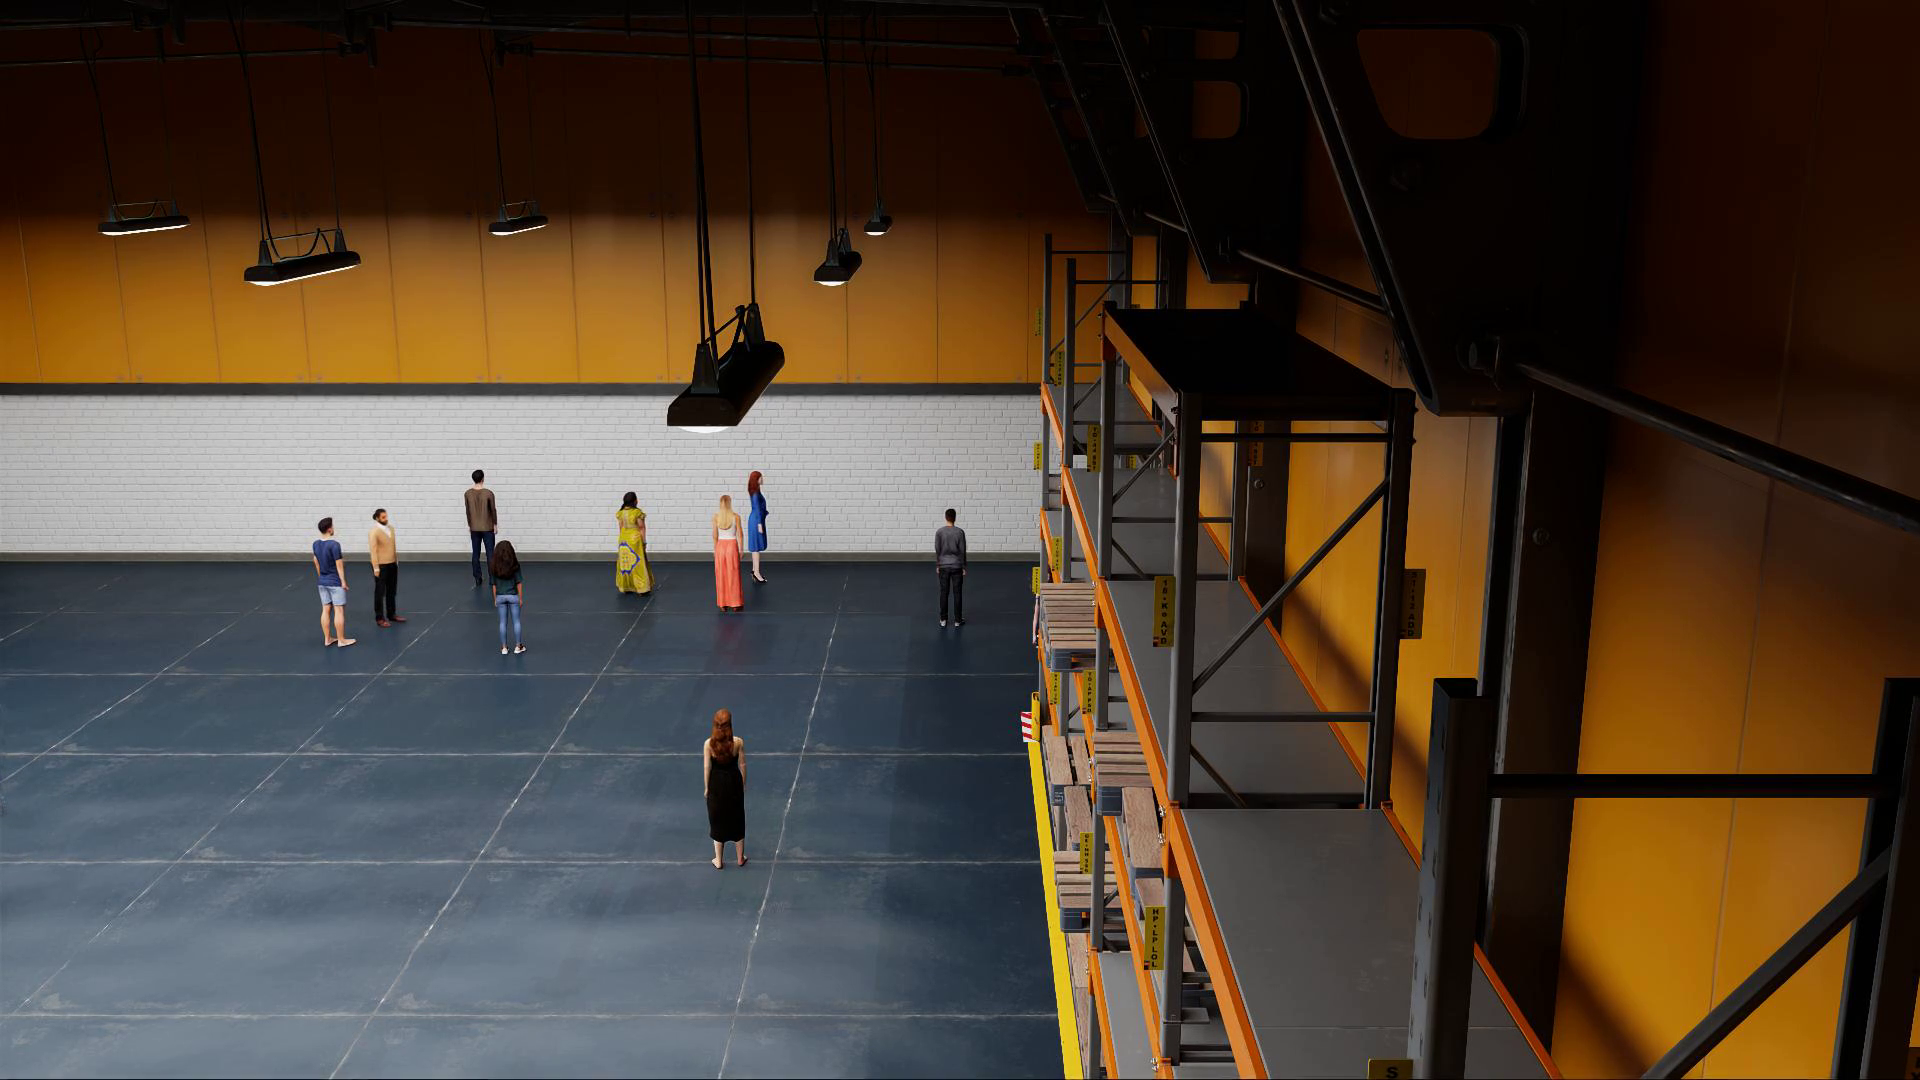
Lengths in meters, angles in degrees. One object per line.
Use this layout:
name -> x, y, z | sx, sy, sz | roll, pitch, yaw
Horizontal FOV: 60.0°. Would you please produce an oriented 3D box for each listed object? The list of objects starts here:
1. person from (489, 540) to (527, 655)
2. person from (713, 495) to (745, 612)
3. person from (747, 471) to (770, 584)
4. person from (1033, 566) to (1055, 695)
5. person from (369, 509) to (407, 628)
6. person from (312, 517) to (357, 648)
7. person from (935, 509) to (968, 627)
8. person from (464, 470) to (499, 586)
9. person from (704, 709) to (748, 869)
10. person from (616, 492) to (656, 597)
person -> -6.327, 0.794, 23.269 | 0.595, 1.617, 0.589 | -1, 14, -2
person -> -3.549, 0.191, 25.367 | 0.664, 1.802, 0.635 | 2, 14, 9
person -> -3.299, -0.222, 27.012 | 0.716, 1.829, 0.568 | -3, 14, -11
person -> 1.167, 1.175, 21.434 | 0.675, 1.740, 0.706 | 10, 17, 35
person -> -8.524, 0.388, 24.656 | 0.797, 1.753, 0.645 | 5, 15, 21
person -> -8.929, 0.594, 23.601 | 0.699, 1.850, 0.682 | 5, 15, 21
person -> -0.135, 0.396, 24.605 | 0.642, 1.761, 0.561 | 2, 14, 7
person -> -7.719, -0.210, 26.839 | 0.647, 1.887, 0.549 | 0, 14, 2
person -> -2.321, 2.448, 16.422 | 0.630, 1.624, 0.634 | -3, 14, -14
person -> -5.170, 0.044, 26.276 | 0.981, 1.659, 0.963 | 6, 15, 23
